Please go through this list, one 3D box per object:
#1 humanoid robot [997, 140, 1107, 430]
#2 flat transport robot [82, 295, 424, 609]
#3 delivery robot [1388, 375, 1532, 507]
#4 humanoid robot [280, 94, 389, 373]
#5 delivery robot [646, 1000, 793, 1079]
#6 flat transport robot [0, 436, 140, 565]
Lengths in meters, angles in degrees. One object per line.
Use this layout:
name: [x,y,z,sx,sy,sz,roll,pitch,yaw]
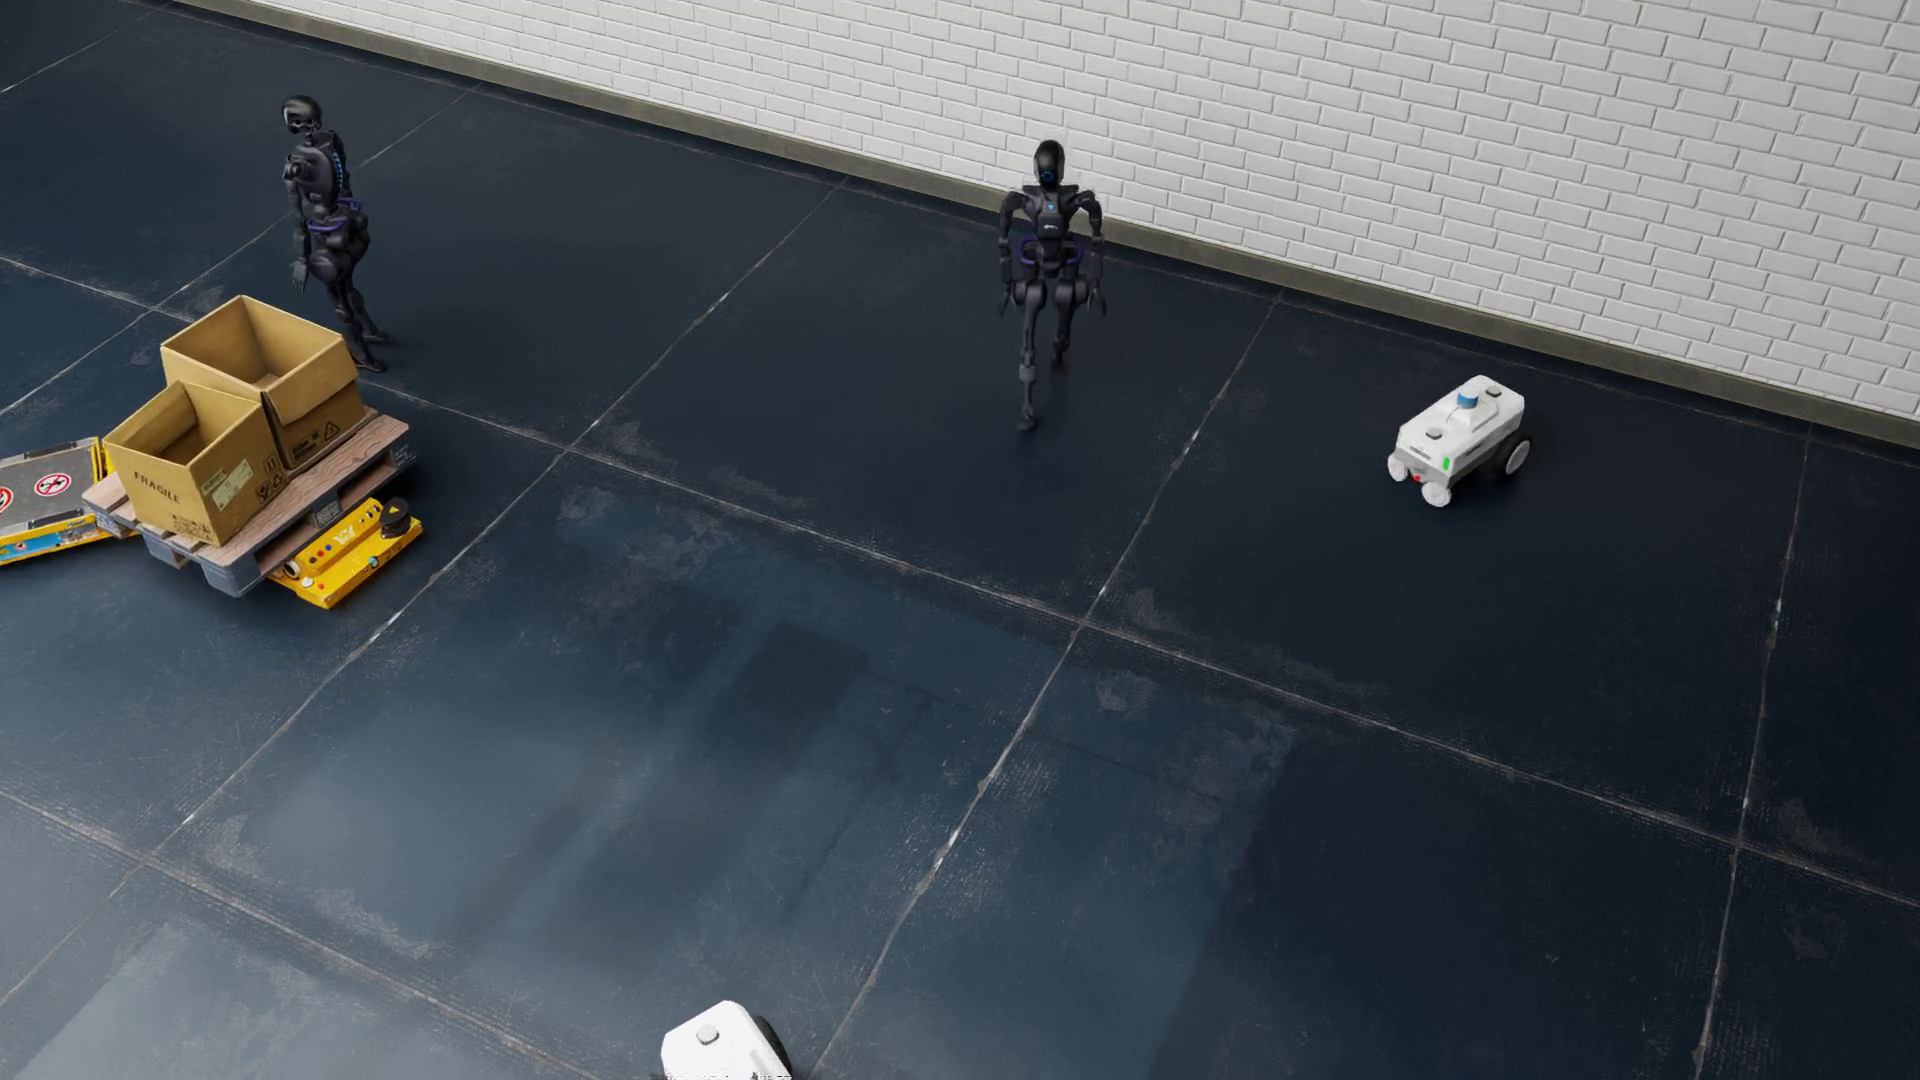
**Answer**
humanoid robot: [0.489,-1.354,8.719,0.590,1.623,0.787,0,43,1]
flat transport robot: [-3.487,-0.157,8.425,1.431,0.231,0.659,22,47,22]
delivery robot: [2.604,-0.546,8.649,0.785,0.614,0.508,-32,51,-29]
humanoid robot: [-3.416,-1.616,8.962,0.383,1.654,0.602,9,44,9]
delivery robot: [-0.770,2.007,5.893,0.499,0.614,0.790,-25,49,-25]
flat transport robot: [-4.781,-0.140,8.406,1.431,0.231,0.659,-17,46,-18]
